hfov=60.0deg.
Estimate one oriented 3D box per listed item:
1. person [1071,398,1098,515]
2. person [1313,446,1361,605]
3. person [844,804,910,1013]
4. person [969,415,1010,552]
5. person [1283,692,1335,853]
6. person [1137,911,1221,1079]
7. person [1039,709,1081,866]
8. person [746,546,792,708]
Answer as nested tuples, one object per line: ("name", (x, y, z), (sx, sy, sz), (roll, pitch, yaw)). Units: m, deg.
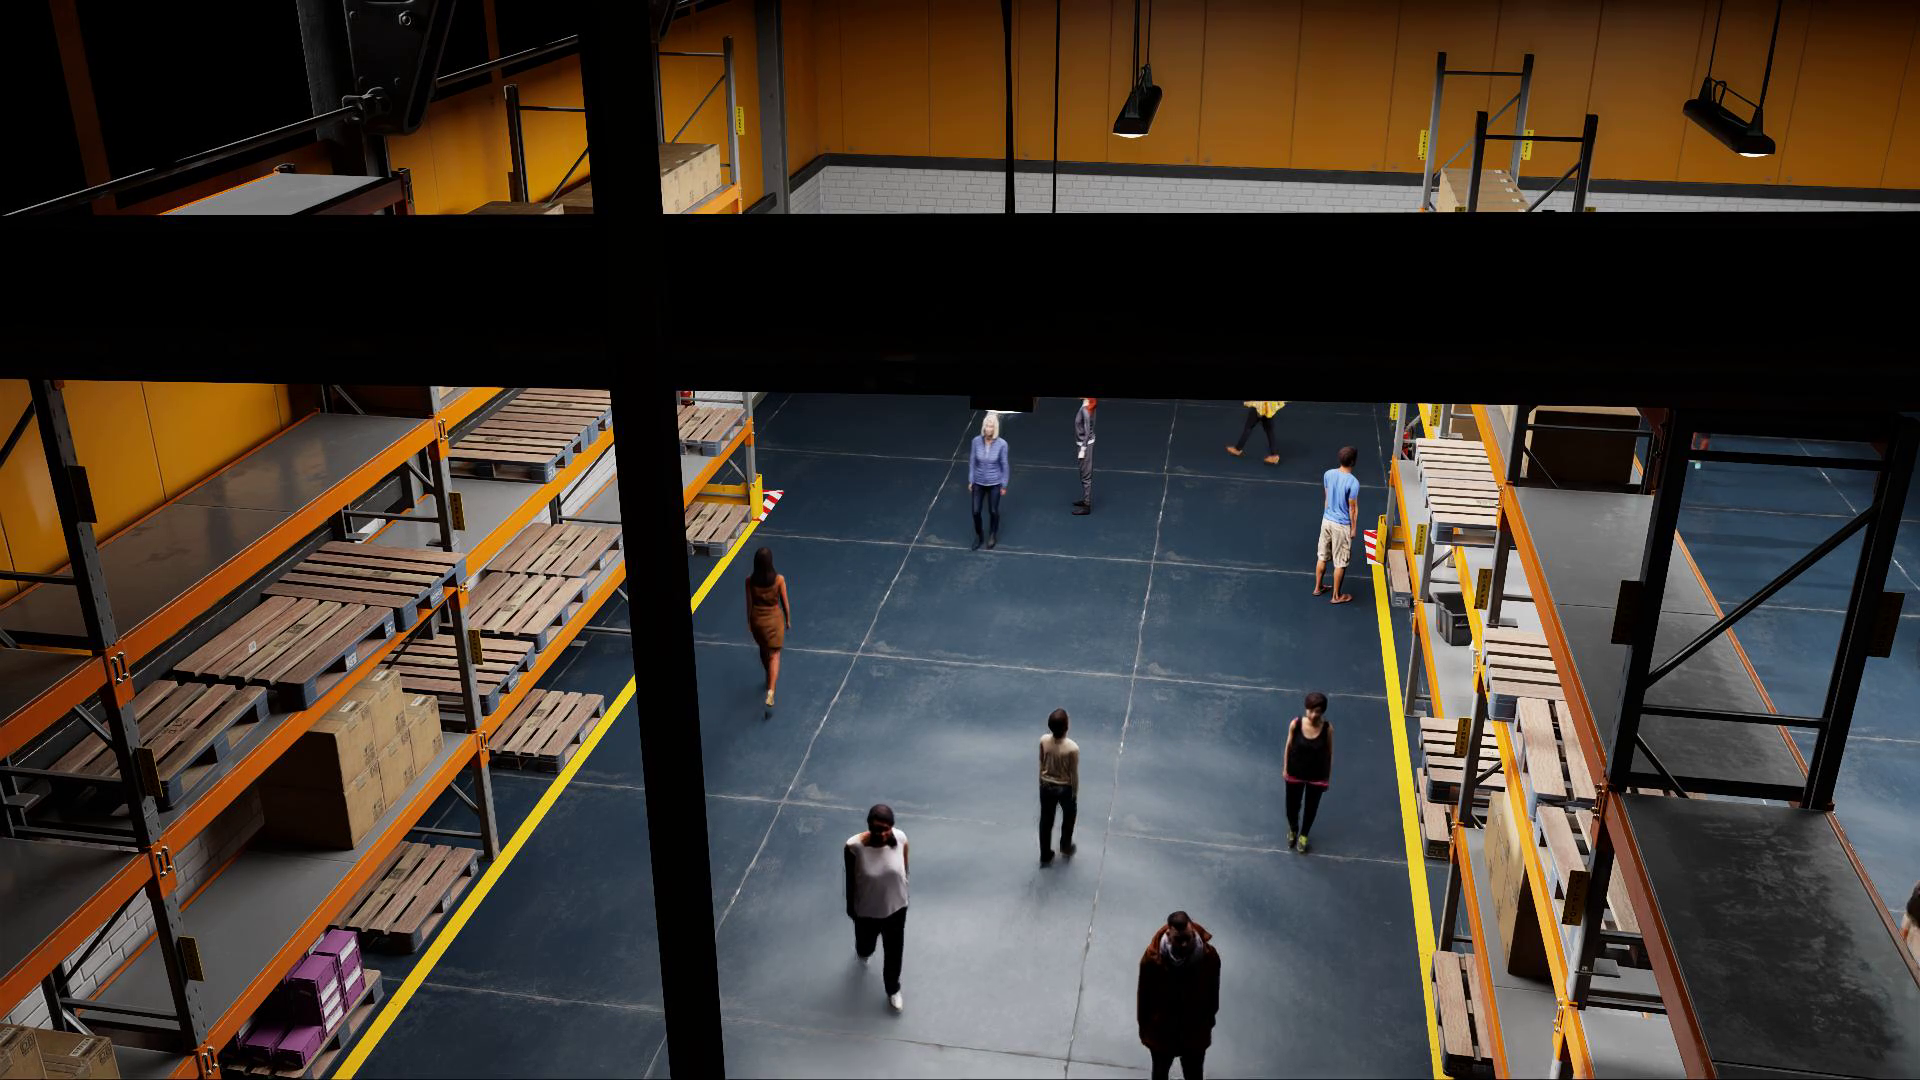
("person", (1.619, -1.204, 21.464), (0.646, 1.783, 0.453), (3, 24, 6))
("person", (4.326, -0.189, 19.045), (0.772, 1.861, 0.724), (-18, 29, -35))
("person", (-0.612, 2.721, 12.630), (0.901, 1.666, 1.064), (-7, 25, -15))
("person", (0.366, -0.748, 20.489), (0.692, 1.728, 0.670), (6, 24, 13))
("person", (3.030, 1.979, 14.481), (0.554, 1.544, 0.540), (5, 24, 11))
("person", (1.458, 3.237, 11.260), (0.797, 1.818, 0.870), (0, 24, 1))
("person", (0.797, 2.151, 14.207), (0.629, 1.449, 0.682), (9, 25, 20))
("person", (-1.950, 0.902, 16.804), (0.695, 1.656, 1.119), (1, 24, 2))
